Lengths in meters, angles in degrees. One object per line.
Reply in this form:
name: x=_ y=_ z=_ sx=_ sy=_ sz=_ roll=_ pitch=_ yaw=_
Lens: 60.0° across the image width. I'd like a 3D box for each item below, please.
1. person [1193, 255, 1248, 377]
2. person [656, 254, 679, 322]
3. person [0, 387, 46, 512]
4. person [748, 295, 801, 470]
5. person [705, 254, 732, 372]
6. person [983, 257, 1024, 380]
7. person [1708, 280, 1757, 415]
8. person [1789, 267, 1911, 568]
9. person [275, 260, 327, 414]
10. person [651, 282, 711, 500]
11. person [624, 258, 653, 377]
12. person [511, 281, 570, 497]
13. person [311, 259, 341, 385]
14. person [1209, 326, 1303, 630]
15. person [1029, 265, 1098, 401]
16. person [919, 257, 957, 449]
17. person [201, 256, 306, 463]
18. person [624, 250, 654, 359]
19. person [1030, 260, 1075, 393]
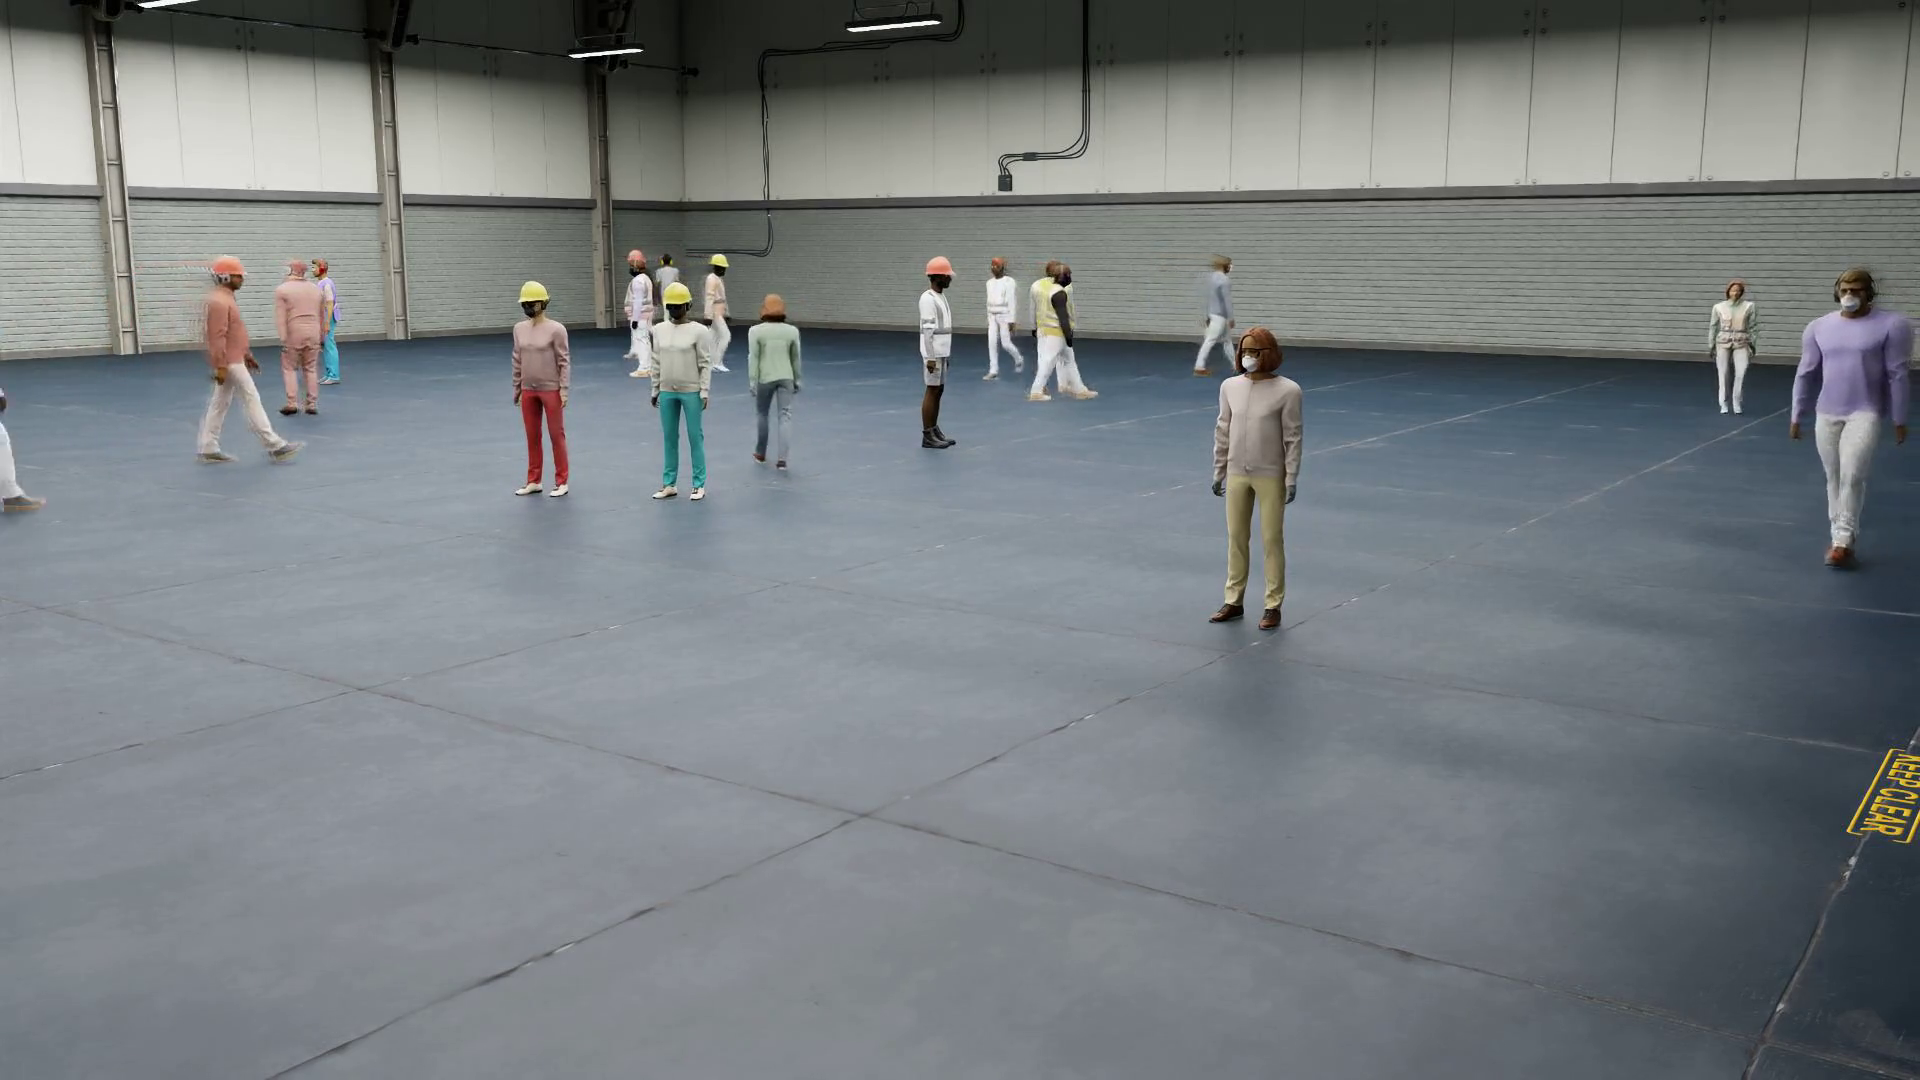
person: x=4.110 y=-3.477 z=25.889 sx=1.041 sy=1.882 sz=0.651 roll=-2 pitch=10 yaw=-10
person: x=-6.282 y=-5.235 z=35.838 sx=0.548 sy=1.853 sz=0.419 roll=-2 pitch=10 yaw=-9
person: x=-7.454 y=-1.128 z=12.806 sx=0.803 sy=1.856 sz=0.614 roll=-4 pitch=11 yaw=-20
person: x=-1.739 y=-1.471 z=15.467 sx=0.520 sy=1.588 sz=0.833 roll=-4 pitch=11 yaw=-20
person: x=-3.882 y=-3.647 z=26.816 sx=0.562 sy=1.902 sz=0.613 roll=-1 pitch=10 yaw=-4
person: x=0.662 y=-3.369 z=25.343 sx=0.582 sy=1.869 sz=0.678 roll=9 pitch=14 yaw=41
person: x=9.378 y=-2.333 z=20.206 sx=0.549 sy=1.619 sz=0.537 roll=4 pitch=11 yaw=23
person: x=5.661 y=-0.781 z=10.705 sx=0.783 sy=1.914 sz=0.663 roll=-9 pitch=13 yaw=-40
person: x=-8.007 y=-2.462 z=20.269 sx=0.481 sy=1.867 sz=0.669 roll=10 pitch=14 yaw=44
person: x=-2.271 y=-1.199 z=13.482 sx=0.524 sy=1.765 sz=0.324 roll=3 pitch=11 yaw=17
person: x=-4.983 y=-3.444 z=25.896 sx=0.468 sy=1.849 sz=0.637 roll=0 pitch=10 yaw=3
person: x=-3.448 y=-1.229 z=13.641 sx=0.532 sy=1.767 sz=0.328 roll=4 pitch=11 yaw=21
person: x=-9.325 y=-3.204 z=24.478 sx=0.390 sy=1.846 sz=0.564 roll=-6 pitch=12 yaw=-30
person: x=1.599 y=-0.336 z=9.009 sx=0.509 sy=1.632 sz=0.268 roll=8 pitch=13 yaw=37
person: x=1.349 y=-2.725 z=21.964 sx=0.937 sy=1.792 sz=0.639 roll=0 pitch=10 yaw=1
person: x=-0.213 y=-1.903 z=16.939 sx=0.366 sy=1.934 sz=0.553 roll=3 pitch=10 yaw=14
person: x=-6.776 y=-1.697 z=15.745 sx=0.968 sy=1.948 sz=0.621 roll=-4 pitch=11 yaw=-24
person: x=-5.672 y=-4.257 z=30.065 sx=0.843 sy=1.964 sz=0.603 roll=-9 pitch=13 yaw=-41
person: x=1.296 y=-2.976 z=23.217 sx=0.632 sy=1.842 sz=0.429 roll=3 pitch=11 yaw=18
